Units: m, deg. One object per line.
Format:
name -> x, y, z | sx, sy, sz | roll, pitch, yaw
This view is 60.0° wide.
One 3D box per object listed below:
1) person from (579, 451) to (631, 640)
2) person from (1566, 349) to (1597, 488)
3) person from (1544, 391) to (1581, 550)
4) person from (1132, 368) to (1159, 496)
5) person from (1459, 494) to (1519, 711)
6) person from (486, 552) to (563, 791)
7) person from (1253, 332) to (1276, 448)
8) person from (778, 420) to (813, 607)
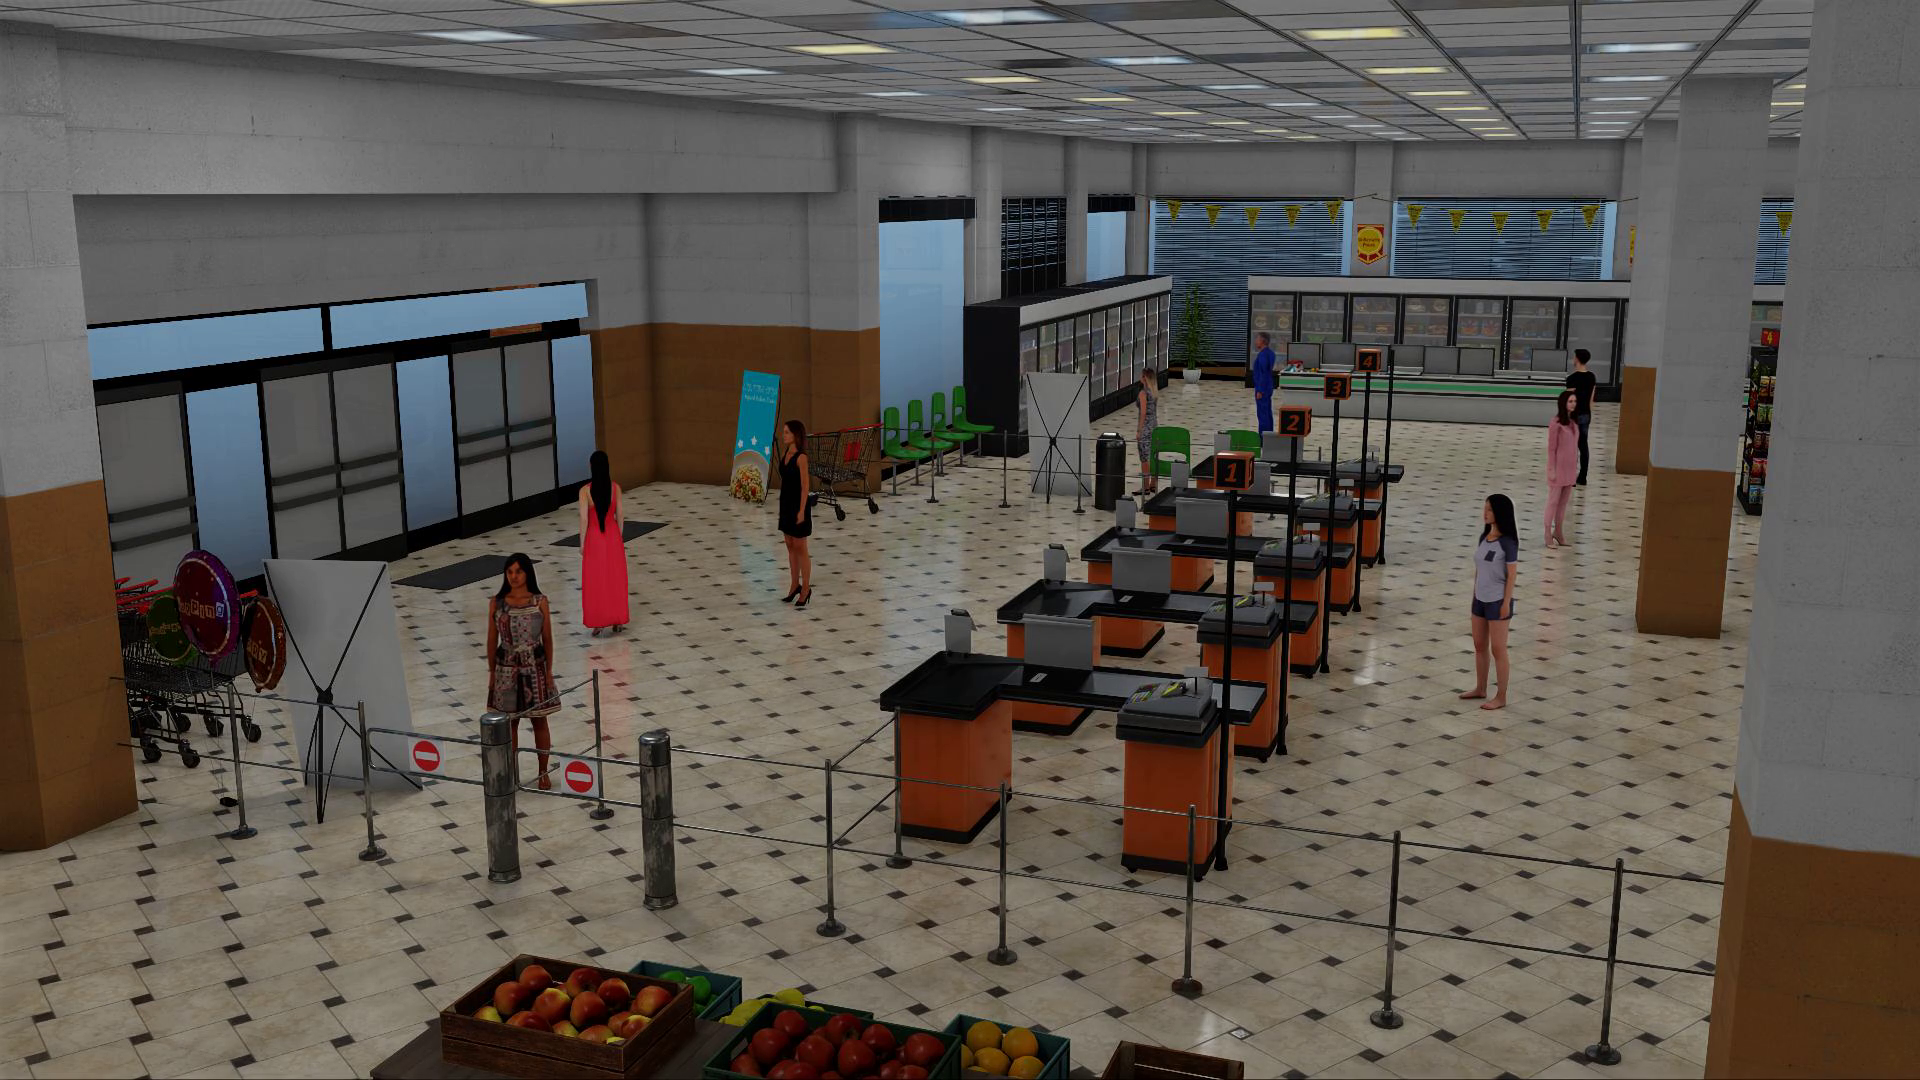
person -> -3.261, 0.035, 15.186 | 0.714, 1.727, 0.748 | -8, 14, -33
person -> 8.554, -1.696, 22.999 | 0.752, 1.896, 0.808 | -6, 13, -25
person -> 6.881, -0.815, 19.039 | 0.685, 1.803, 0.715 | -7, 14, -32
person -> 2.528, -1.468, 22.380 | 0.575, 1.704, 0.623 | 8, 15, 35
person -> 4.217, 0.474, 13.155 | 0.709, 1.706, 0.673 | -4, 13, -18
person -> -2.980, 0.889, 11.330 | 0.643, 1.645, 0.784 | -2, 12, -8
person -> 4.856, -2.405, 26.533 | 0.572, 1.827, 0.734 | 5, 13, 24
person -> -1.619, -0.266, 16.357 | 0.722, 1.835, 0.627 | -9, 15, -36
